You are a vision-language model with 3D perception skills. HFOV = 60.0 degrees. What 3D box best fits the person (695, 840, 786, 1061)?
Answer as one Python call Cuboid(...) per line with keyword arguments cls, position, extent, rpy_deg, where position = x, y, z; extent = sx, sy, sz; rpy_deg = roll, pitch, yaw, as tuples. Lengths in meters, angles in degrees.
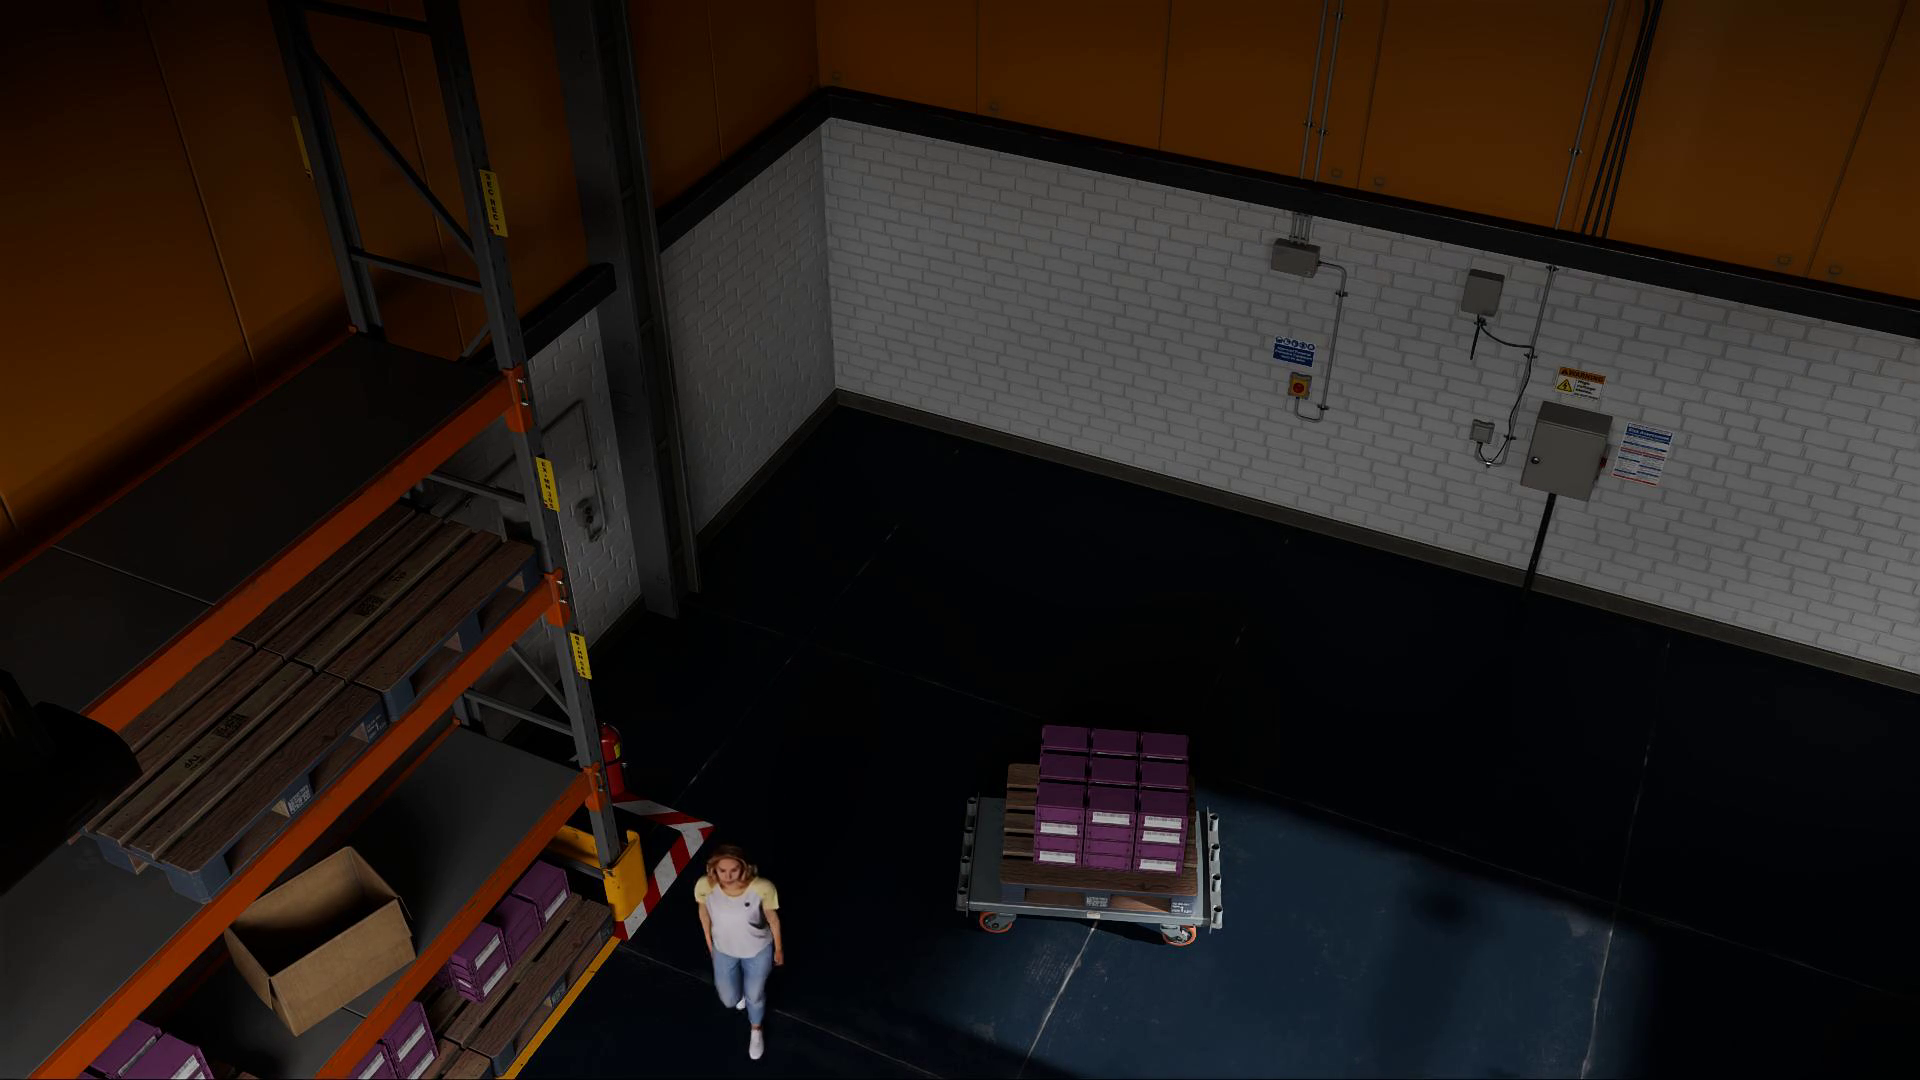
Cuboid(cls="person", position=(-1.232, 2.249, 9.504), extent=(0.795, 1.712, 0.878), rpy_deg=(-1, 39, -2))
